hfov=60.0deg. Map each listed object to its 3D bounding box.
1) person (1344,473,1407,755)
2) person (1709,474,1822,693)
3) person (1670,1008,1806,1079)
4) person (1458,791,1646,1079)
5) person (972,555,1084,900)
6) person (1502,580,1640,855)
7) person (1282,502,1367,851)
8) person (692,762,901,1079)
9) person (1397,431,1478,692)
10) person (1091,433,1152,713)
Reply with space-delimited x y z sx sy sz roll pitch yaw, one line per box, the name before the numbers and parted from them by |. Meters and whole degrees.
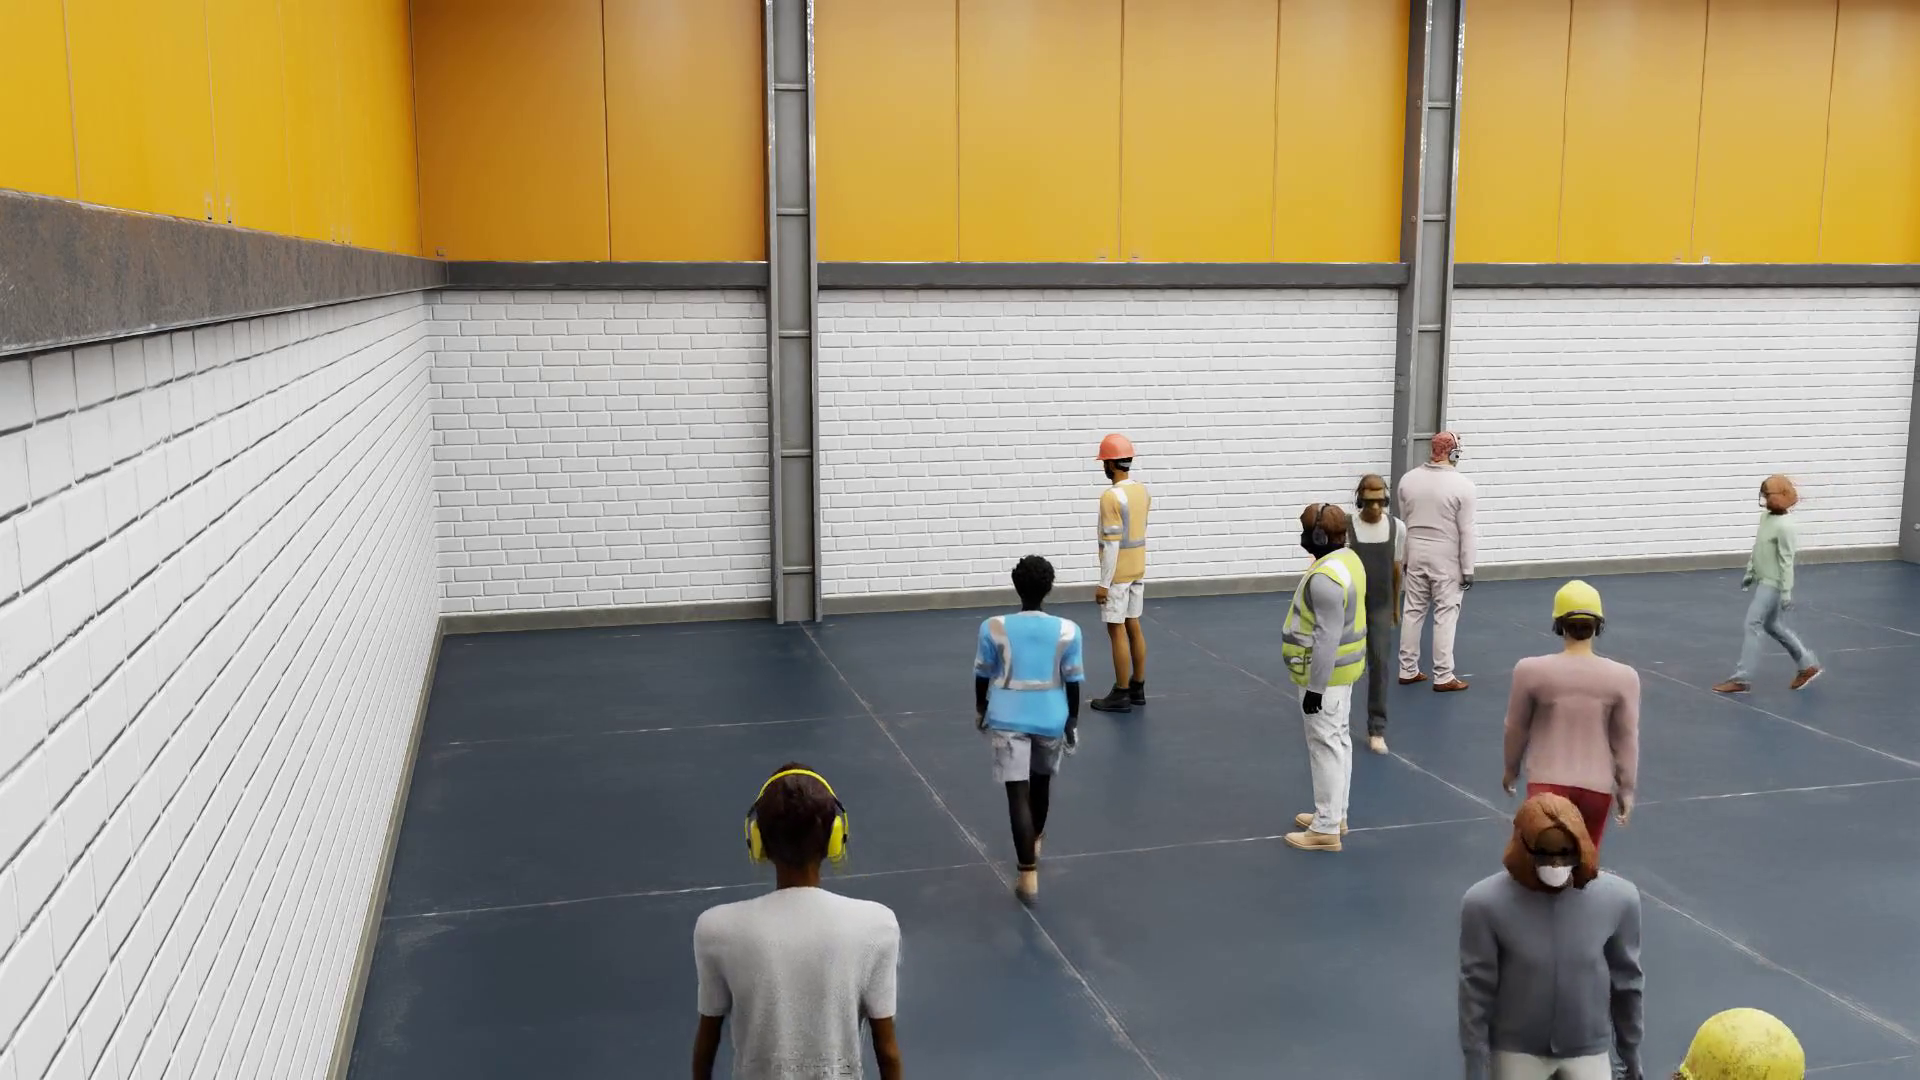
person | 2.606 0.418 10.833 0.550 1.793 0.931 0 9 -3
person | 5.872 0.316 11.987 0.762 1.606 0.508 2 9 13
person | 1.309 1.705 3.013 0.512 1.712 0.540 5 10 27
person | 1.692 1.468 4.804 0.539 1.605 0.502 2 9 10
person | 0.345 0.894 8.260 0.513 1.648 0.861 -2 9 -10
person | 2.618 1.026 7.202 0.530 1.718 0.903 1 9 9
person | 1.916 0.714 8.794 0.429 1.839 0.634 4 10 23
person | -0.423 1.457 4.114 0.528 1.854 0.448 -2 9 -12
person | 3.492 0.153 12.118 0.404 1.900 0.639 -8 12 -41
person | 1.092 0.227 11.533 0.375 1.933 0.550 6 11 34
